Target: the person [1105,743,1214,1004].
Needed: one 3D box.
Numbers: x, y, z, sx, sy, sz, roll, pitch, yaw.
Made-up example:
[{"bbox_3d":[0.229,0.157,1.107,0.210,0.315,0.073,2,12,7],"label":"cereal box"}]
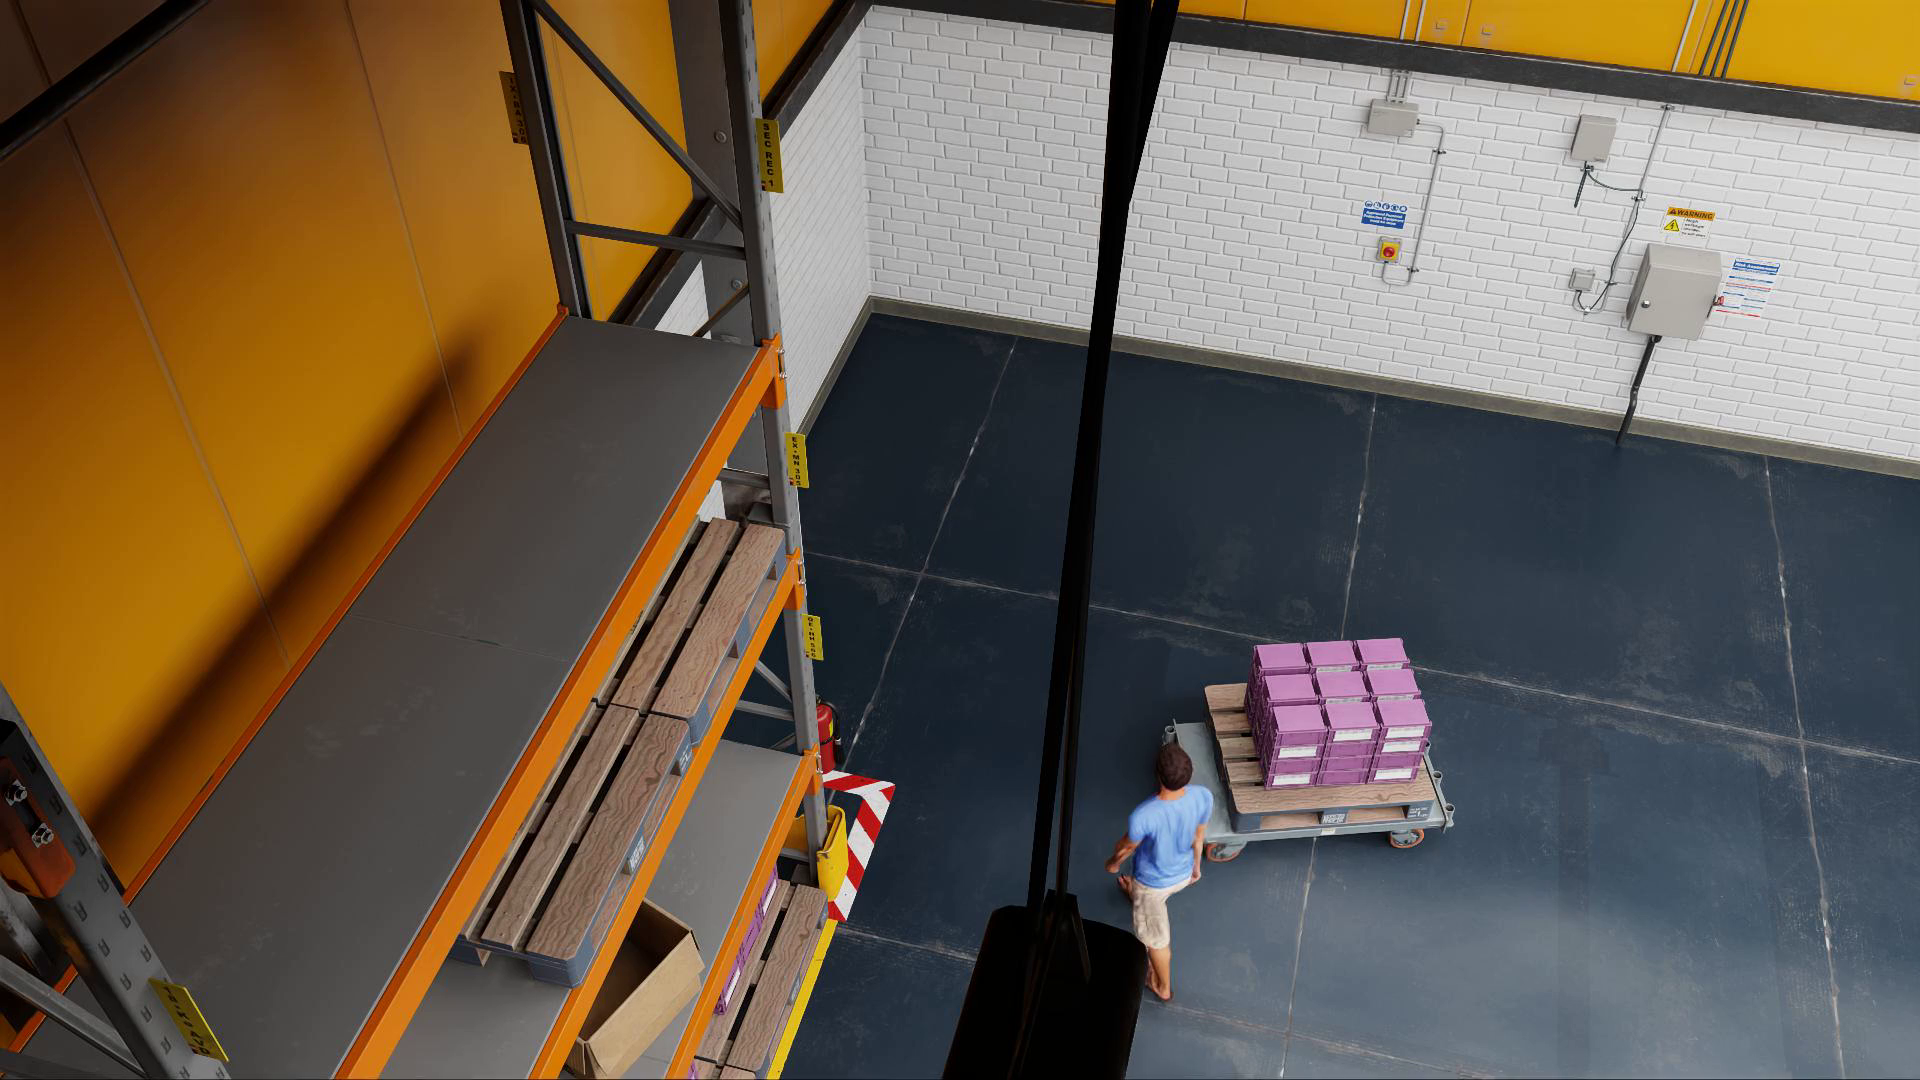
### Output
[{"bbox_3d":[1.136,1.861,8.997,1.056,1.832,1.115,-23,48,-22],"label":"person"}]
